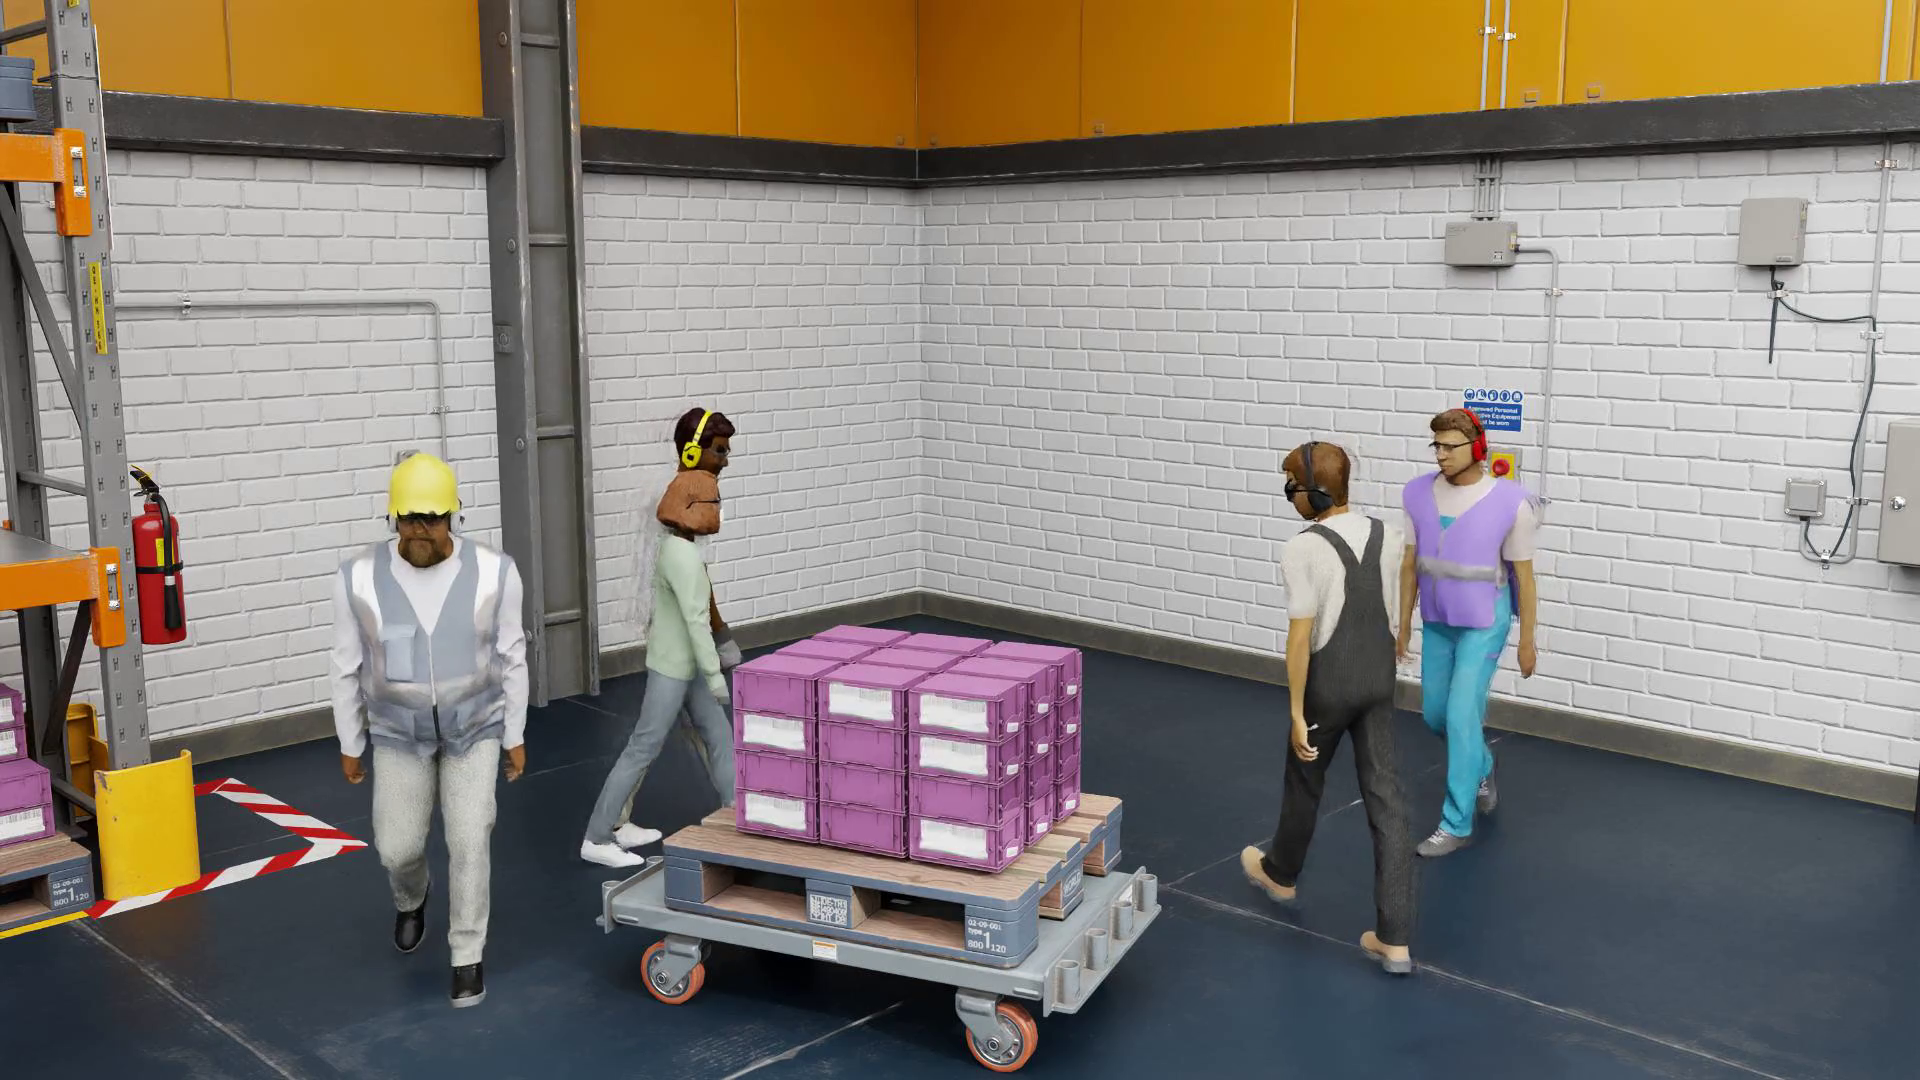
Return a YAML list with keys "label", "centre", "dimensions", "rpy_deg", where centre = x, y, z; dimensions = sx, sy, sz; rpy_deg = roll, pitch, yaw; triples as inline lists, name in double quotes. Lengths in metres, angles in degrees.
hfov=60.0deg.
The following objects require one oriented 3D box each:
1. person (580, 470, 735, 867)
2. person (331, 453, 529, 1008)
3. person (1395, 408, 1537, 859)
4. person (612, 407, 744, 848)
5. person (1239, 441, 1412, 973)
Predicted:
- label: "person"
  centre: [-1.112, 0.510, 6.588]
  dimensions: [0.880, 1.584, 0.487]
  rpy_deg: [-2, 9, -9]
- label: "person"
  centre: [-1.704, 0.597, 5.392]
  dimensions: [0.605, 1.808, 0.617]
  rpy_deg: [-3, 10, -17]
- label: "person"
  centre: [2.103, 0.351, 6.850]
  dimensions: [0.743, 1.814, 0.569]
  rpy_deg: [-7, 12, -37]
- label: "person"
  centre: [-1.120, 0.365, 6.782]
  dimensions: [0.861, 1.808, 0.524]
  rpy_deg: [-3, 10, -18]
- label: "person"
  centre: [1.311, 0.540, 5.826]
  dimensions: [0.536, 1.774, 0.990]
  rpy_deg: [-3, 10, -19]
